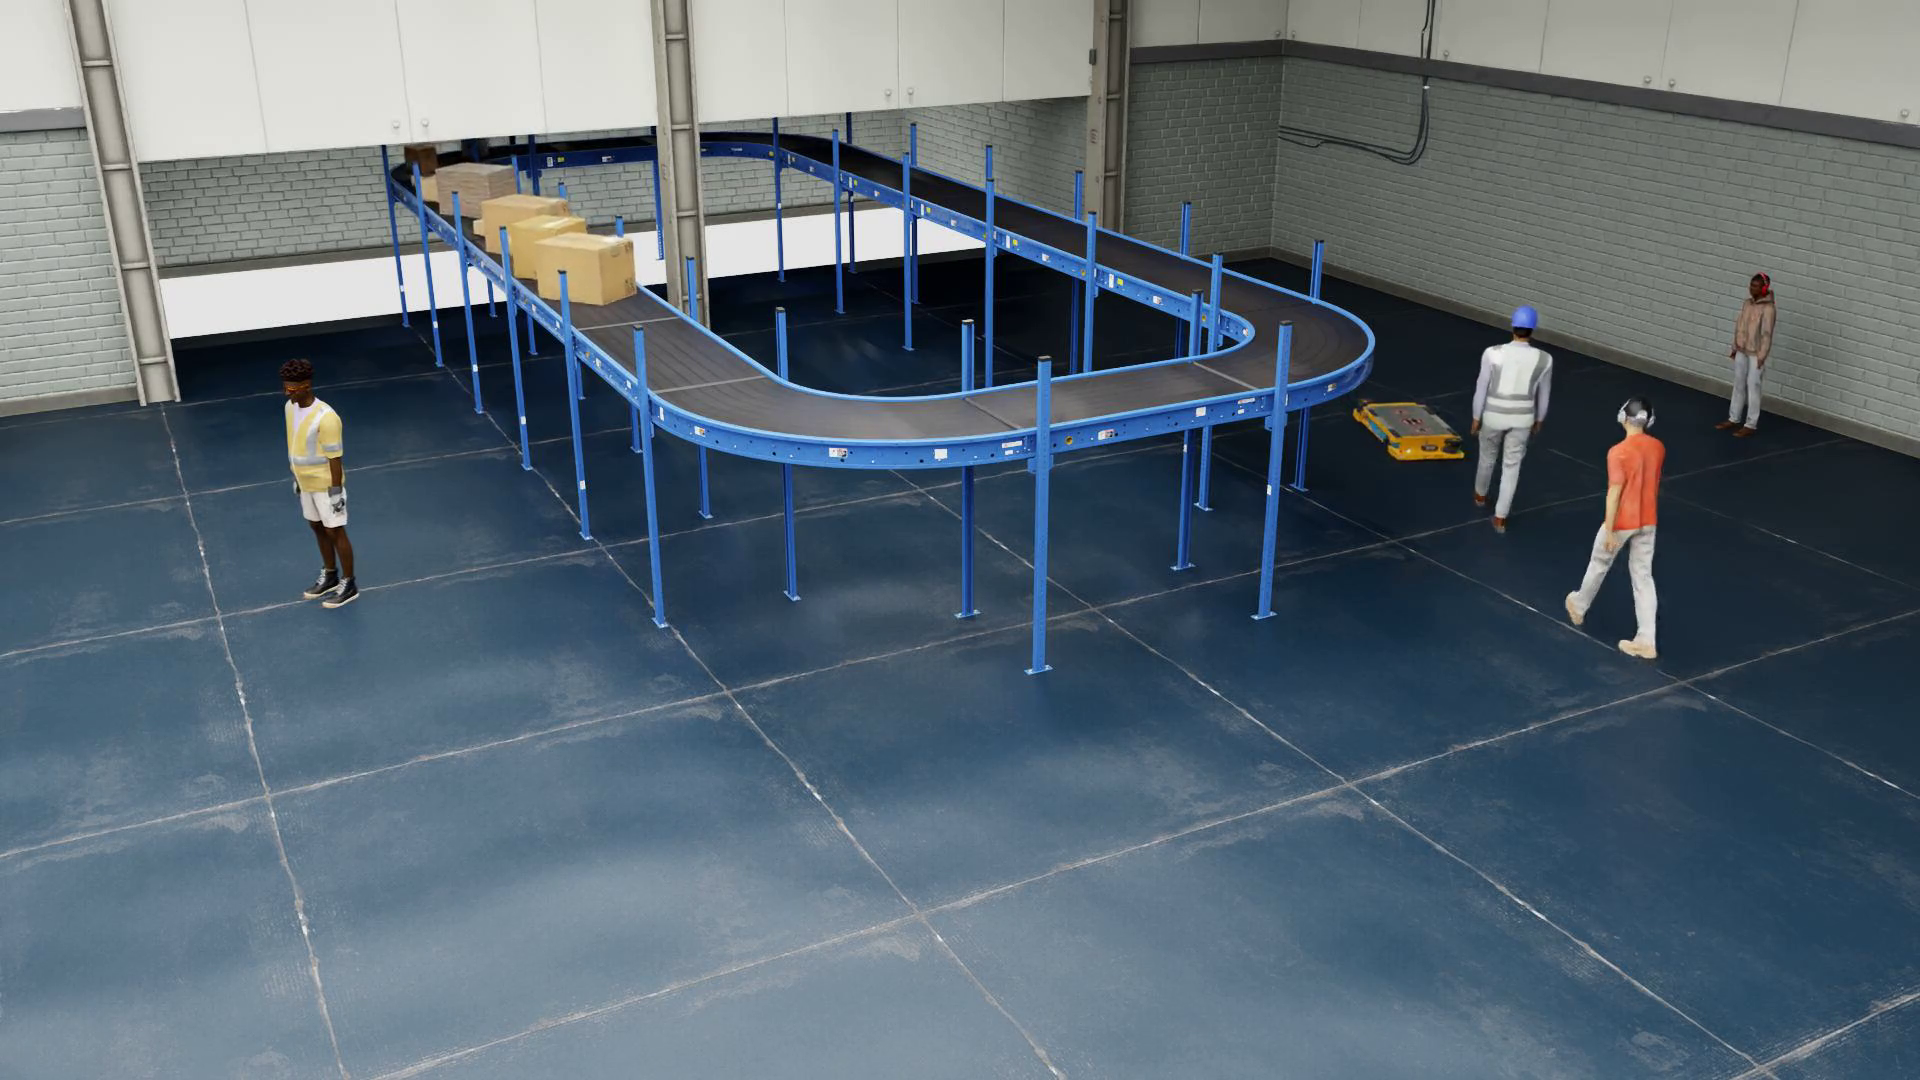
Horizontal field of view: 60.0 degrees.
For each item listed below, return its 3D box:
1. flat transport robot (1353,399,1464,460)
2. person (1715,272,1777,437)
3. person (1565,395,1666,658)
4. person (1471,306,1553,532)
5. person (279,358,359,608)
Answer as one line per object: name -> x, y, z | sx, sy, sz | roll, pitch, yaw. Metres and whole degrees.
flat transport robot -> 4.468, -1.106, 16.610 | 0.659, 0.231, 1.431 | -2, 22, -4
person -> 7.919, -1.863, 16.645 | 0.318, 1.645, 0.476 | -5, 23, -13
person -> 4.825, -0.122, 12.058 | 0.512, 1.849, 1.013 | -6, 23, -13
person -> 4.751, -1.090, 14.386 | 0.619, 1.905, 0.907 | 7, 23, 17
person -> -4.916, -0.449, 12.740 | 0.601, 1.958, 0.372 | 17, 27, 36
